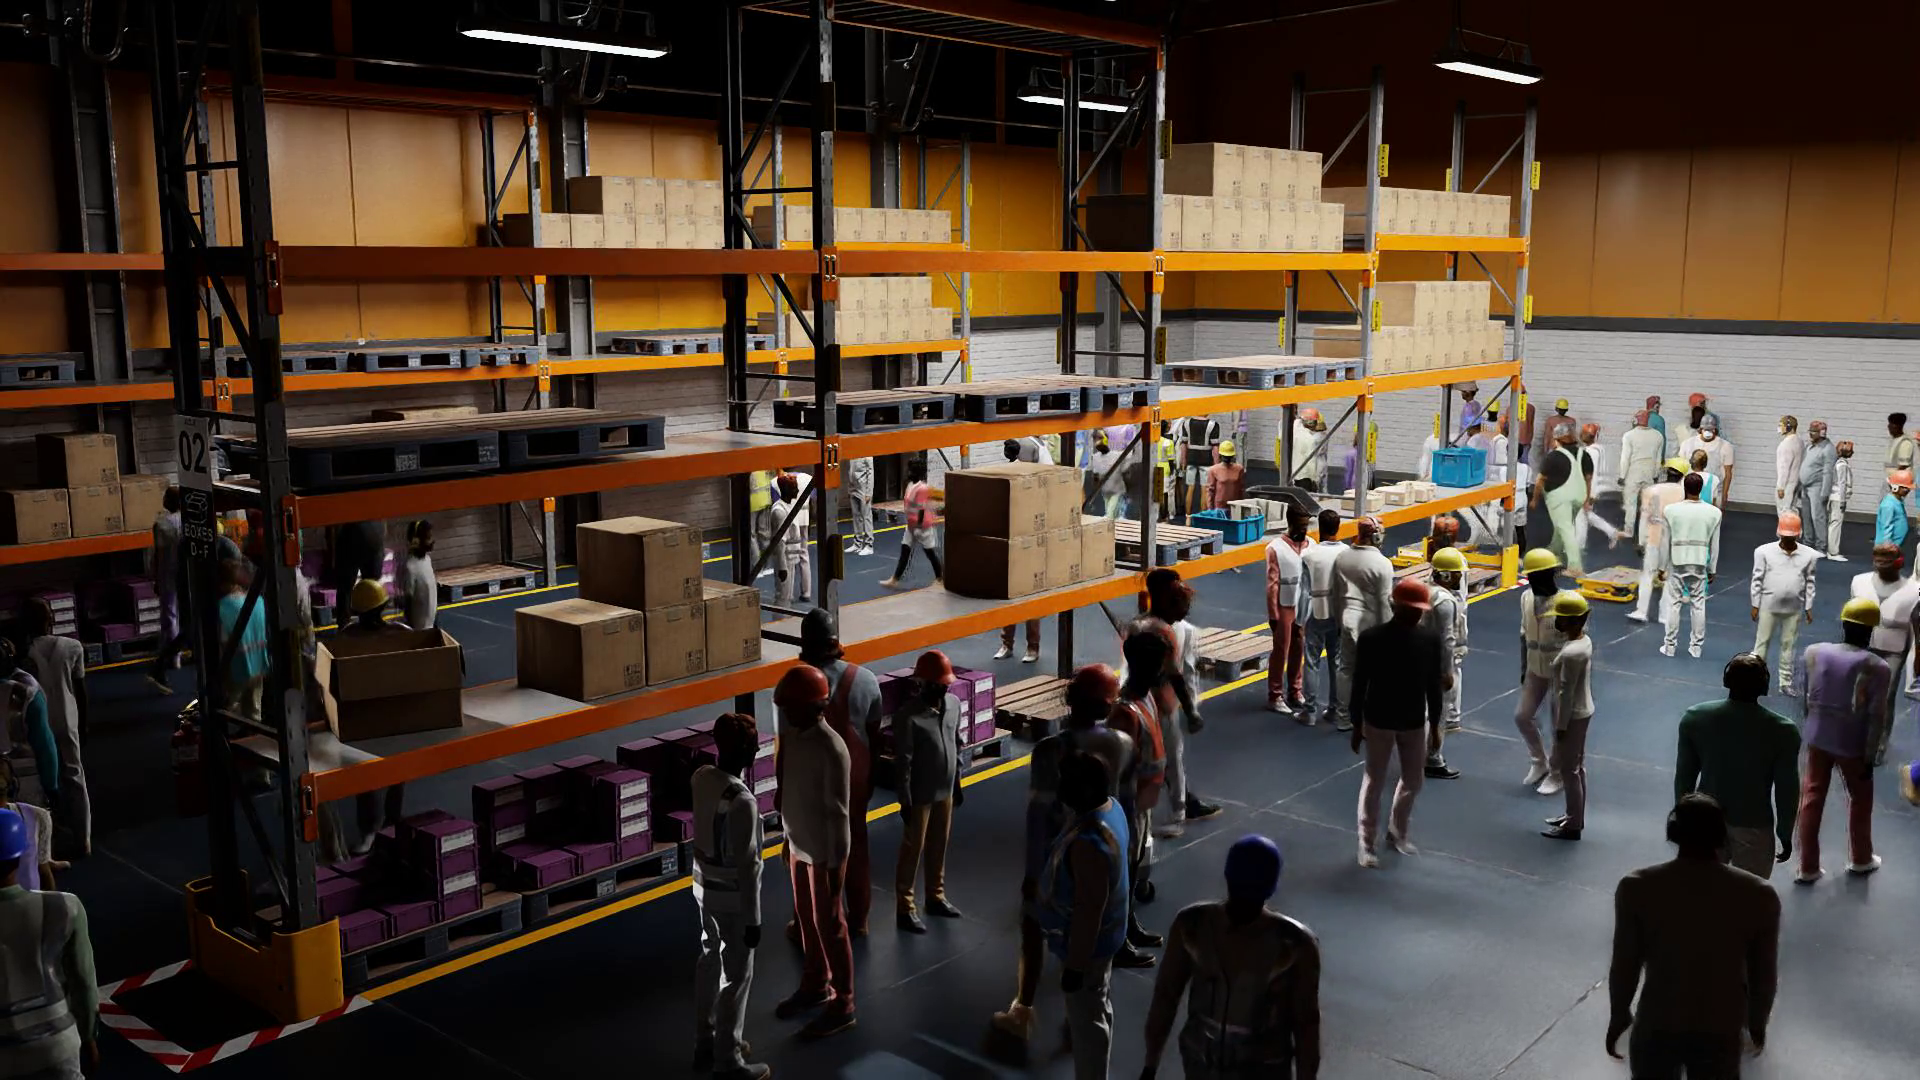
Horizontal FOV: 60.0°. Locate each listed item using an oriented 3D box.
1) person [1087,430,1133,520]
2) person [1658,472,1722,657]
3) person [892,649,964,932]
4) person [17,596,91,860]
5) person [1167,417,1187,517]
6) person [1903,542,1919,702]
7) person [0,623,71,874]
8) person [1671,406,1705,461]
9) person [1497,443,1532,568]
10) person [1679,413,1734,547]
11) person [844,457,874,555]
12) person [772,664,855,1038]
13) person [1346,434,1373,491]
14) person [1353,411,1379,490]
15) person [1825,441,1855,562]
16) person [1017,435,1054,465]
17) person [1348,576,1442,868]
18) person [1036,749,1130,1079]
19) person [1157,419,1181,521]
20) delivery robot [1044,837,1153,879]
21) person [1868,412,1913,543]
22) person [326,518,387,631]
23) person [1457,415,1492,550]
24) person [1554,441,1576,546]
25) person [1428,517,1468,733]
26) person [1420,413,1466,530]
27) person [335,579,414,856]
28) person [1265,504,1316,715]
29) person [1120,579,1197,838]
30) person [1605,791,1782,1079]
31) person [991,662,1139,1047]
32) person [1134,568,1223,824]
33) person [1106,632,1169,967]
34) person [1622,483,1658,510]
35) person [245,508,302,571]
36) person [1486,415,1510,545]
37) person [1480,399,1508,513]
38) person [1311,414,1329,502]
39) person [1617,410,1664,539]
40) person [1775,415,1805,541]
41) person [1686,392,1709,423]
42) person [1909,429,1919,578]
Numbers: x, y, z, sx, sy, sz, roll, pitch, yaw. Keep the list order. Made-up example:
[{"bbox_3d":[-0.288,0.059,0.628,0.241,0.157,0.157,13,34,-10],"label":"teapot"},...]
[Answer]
[{"bbox_3d":[2.008,-0.571,22.324,0.755,1.821,0.534,-9,13,-42],"label":"person"},{"bbox_3d":[7.504,0.263,17.127,0.581,1.911,0.387,1,10,6],"label":"person"},{"bbox_3d":[-0.167,1.512,10.154,0.375,1.743,0.570,8,13,41],"label":"person"},{"bbox_3d":[-6.154,1.280,11.227,0.345,1.846,0.508,9,13,43],"label":"person"},{"bbox_3d":[3.441,-1.337,26.613,0.388,1.929,0.545,-4,10,-24],"label":"person"},{"bbox_3d":[9.023,0.586,15.407,0.559,1.836,0.394,-6,11,-30],"label":"person"},{"bbox_3d":[-6.214,1.384,11.036,0.536,1.700,0.318,7,12,36],"label":"person"},{"bbox_3d":[11.158,-1.109,25.360,0.616,1.885,0.494,4,10,24],"label":"person"},{"bbox_3d":[7.326,-0.458,22.034,0.540,1.697,0.317,-6,11,-32],"label":"person"},{"bbox_3d":[10.092,-0.721,22.589,0.680,2.000,0.535,6,11,32],"label":"person"},{"bbox_3d":[-1.403,-0.664,23.132,0.296,1.743,0.492,-8,12,-40],"label":"person"},{"bbox_3d":[-0.787,1.620,8.789,0.410,1.986,0.620,-6,11,-30],"label":"person"},{"bbox_3d":[5.768,-0.797,24.320,0.545,1.615,0.733,-8,12,-38],"label":"person"},{"bbox_3d":[6.747,-1.417,27.767,0.529,1.697,0.321,-6,11,-30],"label":"person"},{"bbox_3d":[11.990,-0.535,22.674,0.306,1.640,0.523,3,10,18],"label":"person"},{"bbox_3d":[1.052,-0.809,23.116,0.535,2.000,0.684,2,10,14],"label":"person"},{"bbox_3d":[2.934,1.211,11.223,0.648,1.992,0.444,-2,10,-9],"label":"person"},{"bbox_3d":[0.569,1.864,7.751,0.429,1.844,0.627,2,10,10],"label":"person"},{"bbox_3d":[3.208,-1.115,26.135,0.522,1.640,0.306,0,10,1],"label":"person"},{"bbox_3d":[0.864,1.998,10.502,0.707,0.478,0.477,-5,11,-29],"label":"delivery robot"},{"bbox_3d":[13.377,-0.869,23.804,0.418,1.940,0.636,1,10,6],"label":"person"},{"bbox_3d":[-6.476,0.056,17.951,0.537,2.000,0.703,9,13,42],"label":"person"},{"bbox_3d":[7.273,-0.811,23.520,0.514,1.906,0.644,9,13,42],"label":"person"},{"bbox_3d":[8.719,-0.715,23.890,0.470,1.599,0.539,9,13,42],"label":"person"},{"bbox_3d":[4.208,0.727,14.410,0.337,1.881,0.584,1,10,4],"label":"person"},{"bbox_3d":[6.999,-0.896,24.083,0.675,1.896,0.700,-2,10,-13],"label":"person"},{"bbox_3d":[-4.008,1.213,11.441,0.587,1.903,0.679,-1,10,-5],"label":"person"},{"bbox_3d":[2.982,0.614,15.026,0.597,1.909,0.405,-7,12,-36],"label":"person"},{"bbox_3d":[1.398,1.191,11.742,0.615,1.848,0.469,-4,10,-20],"label":"person"},{"bbox_3d":[3.004,1.974,6.849,0.641,1.938,0.417,3,10,17],"label":"person"},{"bbox_3d":[0.585,1.636,8.642,0.741,1.997,0.416,-4,10,-24],"label":"person"},{"bbox_3d":[1.431,1.148,11.824,0.969,1.916,0.601,-1,10,-7],"label":"person"},{"bbox_3d":[1.013,1.486,9.664,0.372,1.958,0.607,3,10,16],"label":"person"},{"bbox_3d":[11.185,-1.232,26.978,0.502,1.597,0.820,-9,13,-44],"label":"person"},{"bbox_3d":[-7.160,0.208,17.424,0.396,1.913,0.590,8,12,39],"label":"person"},{"bbox_3d":[7.787,-0.869,23.981,0.354,1.876,0.571,2,10,13],"label":"person"},{"bbox_3d":[8.511,-1.329,26.713,0.595,1.872,0.849,3,10,18],"label":"person"},{"bbox_3d":[5.515,-1.099,25.773,0.319,1.737,0.486,9,13,43],"label":"person"},{"bbox_3d":[9.969,-0.966,24.455,0.654,1.905,0.408,-2,10,-12],"label":"person"},{"bbox_3d":[11.602,-0.784,23.310,0.363,1.932,0.633,9,13,42],"label":"person"},{"bbox_3d":[12.000,-1.405,26.915,0.695,1.957,0.593,-7,12,-36],"label":"person"},{"bbox_3d":[12.148,-0.438,20.941,0.428,2.032,0.608,7,12,36],"label":"person"}]
